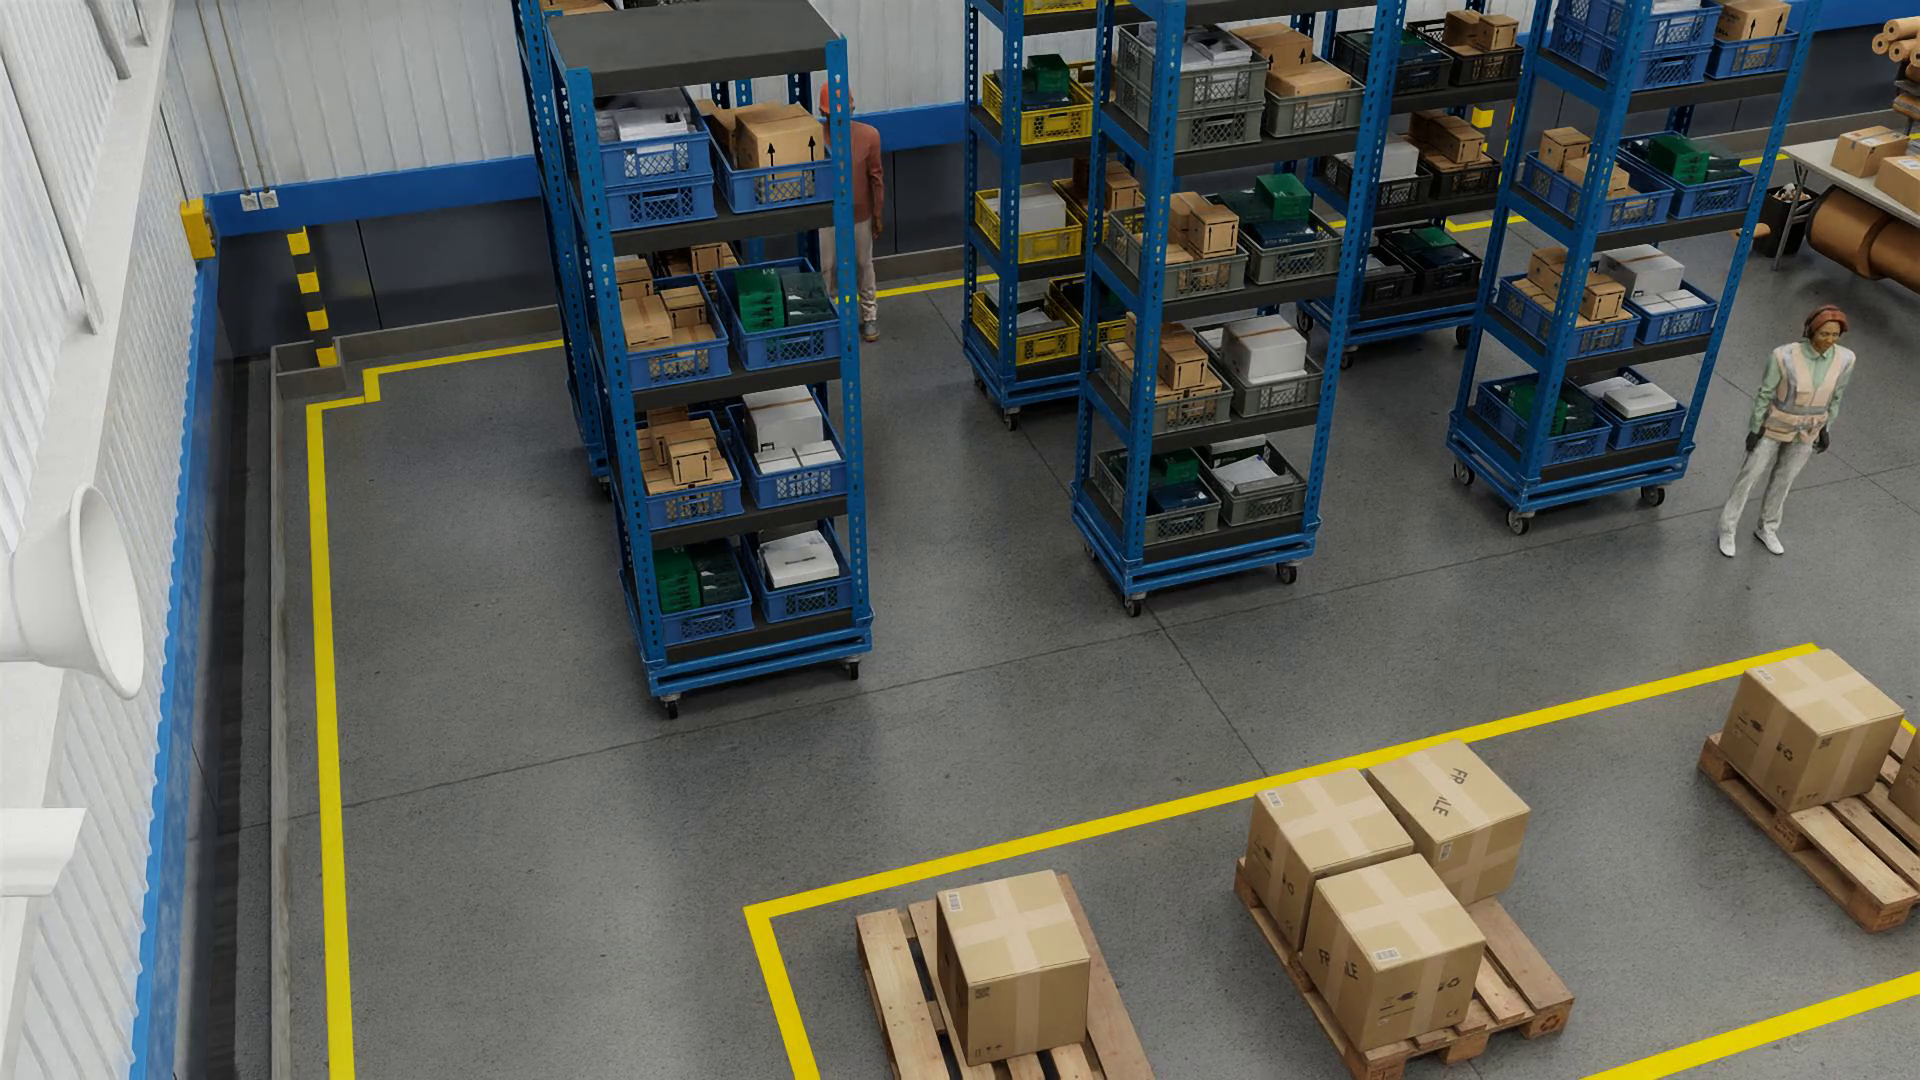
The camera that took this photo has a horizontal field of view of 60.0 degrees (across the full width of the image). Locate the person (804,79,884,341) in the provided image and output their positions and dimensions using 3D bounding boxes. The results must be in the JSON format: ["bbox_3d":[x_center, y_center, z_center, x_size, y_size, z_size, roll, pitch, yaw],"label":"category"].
[{"bbox_3d":[-0.843,-2.327,11.861,0.618,1.986,0.409,-4,35,-6],"label":"person"}]

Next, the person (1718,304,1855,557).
[{"bbox_3d":[4.854,-0.636,9.751,0.514,1.642,0.314,-1,35,-1],"label":"person"}]
